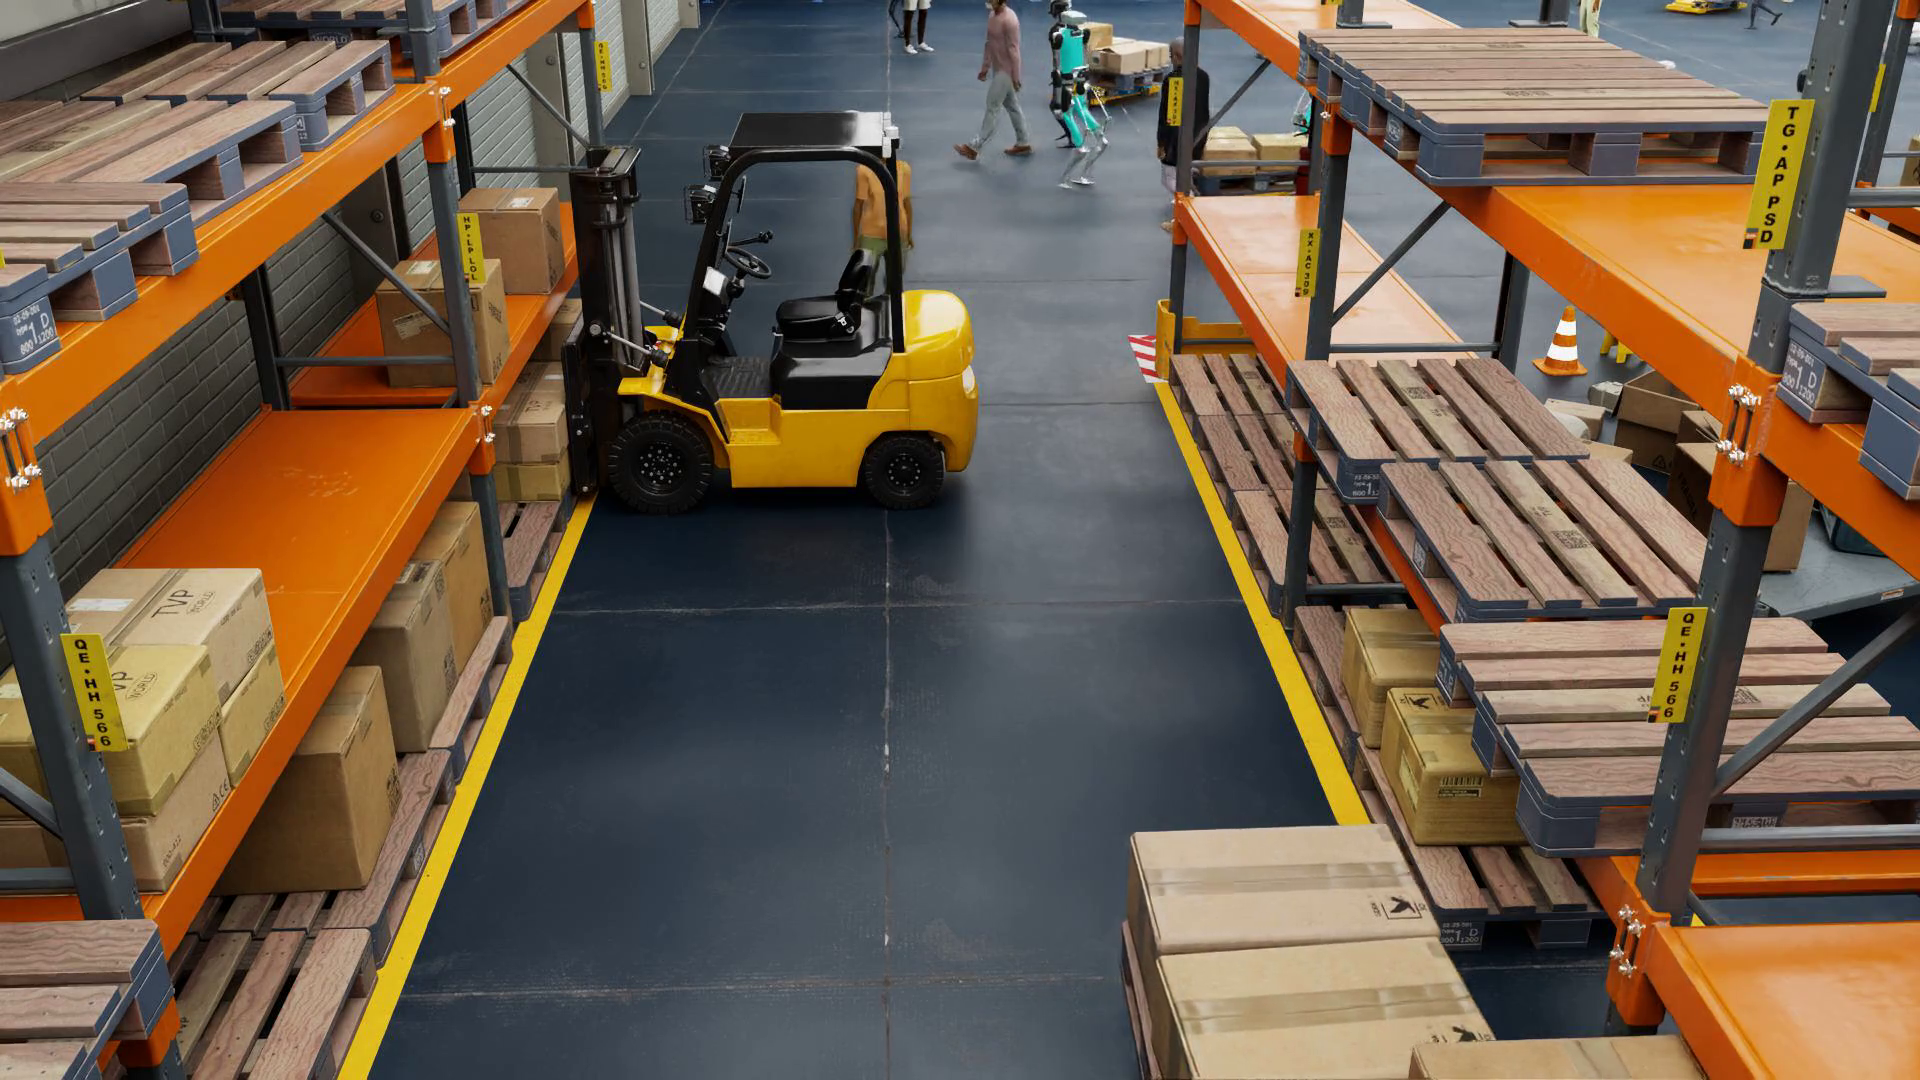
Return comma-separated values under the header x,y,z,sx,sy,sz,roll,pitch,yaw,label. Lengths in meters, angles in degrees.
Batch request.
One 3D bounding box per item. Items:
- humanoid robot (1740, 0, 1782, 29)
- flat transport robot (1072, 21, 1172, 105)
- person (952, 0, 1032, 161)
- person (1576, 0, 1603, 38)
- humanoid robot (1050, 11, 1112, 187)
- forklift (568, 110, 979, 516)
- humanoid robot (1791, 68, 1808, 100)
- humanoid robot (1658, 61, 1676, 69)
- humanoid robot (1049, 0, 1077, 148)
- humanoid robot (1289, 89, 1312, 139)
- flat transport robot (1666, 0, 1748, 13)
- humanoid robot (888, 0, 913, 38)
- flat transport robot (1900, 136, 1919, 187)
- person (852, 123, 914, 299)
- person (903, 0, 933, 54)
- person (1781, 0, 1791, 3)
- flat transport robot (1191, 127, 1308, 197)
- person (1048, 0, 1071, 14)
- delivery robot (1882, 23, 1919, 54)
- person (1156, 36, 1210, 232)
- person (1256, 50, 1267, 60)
x,y,z,sx,sy,sz,roll,pitch,yaw,label
13.169,-9.162,27.068,0.526,1.641,0.608,15,29,29,humanoid robot
1.979,-5.948,21.900,0.659,0.231,1.431,22,33,39,flat transport robot
0.364,-5.132,18.281,1.035,1.881,0.673,-7,26,-14,person
9.002,-7.684,23.679,0.405,1.893,0.533,-1,25,-2,person
1.273,-4.479,17.059,0.702,1.788,0.542,22,33,39,humanoid robot
-1.043,-1.379,9.976,2.313,2.155,1.214,-1,25,-2,forklift
7.328,-3.304,14.652,0.610,1.649,0.421,-11,27,-22,humanoid robot
5.819,-3.388,14.813,1.035,1.756,0.539,18,31,33,humanoid robot
1.184,-5.291,18.869,0.356,1.645,0.610,3,25,7,humanoid robot
3.705,-4.687,17.472,0.715,1.760,0.536,-9,27,-18,humanoid robot
13.217,-9.491,29.403,1.431,0.231,0.659,-16,30,-30,flat transport robot
-0.919,-8.758,26.197,0.362,1.645,0.589,11,27,21,humanoid robot
8.131,-2.028,13.599,1.431,0.231,0.659,12,28,24,flat transport robot
-0.631,-2.236,12.368,0.595,1.699,0.344,-7,26,-15,person
-0.670,-8.281,24.937,0.548,1.895,0.376,-20,32,-36,person
15.252,-10.716,30.089,0.501,1.895,0.590,23,34,40,person
2.810,-3.473,16.658,0.659,0.231,1.431,-7,26,-15,flat transport robot
1.732,-9.992,28.722,0.572,1.749,0.337,-9,27,-18,person
14.284,-7.594,25.063,0.807,0.606,0.499,-15,29,-29,delivery robot
2.085,-3.638,15.183,0.576,1.828,0.675,-18,30,-33,person
4.722,-7.844,24.141,0.572,1.774,0.962,-18,31,-33,person
